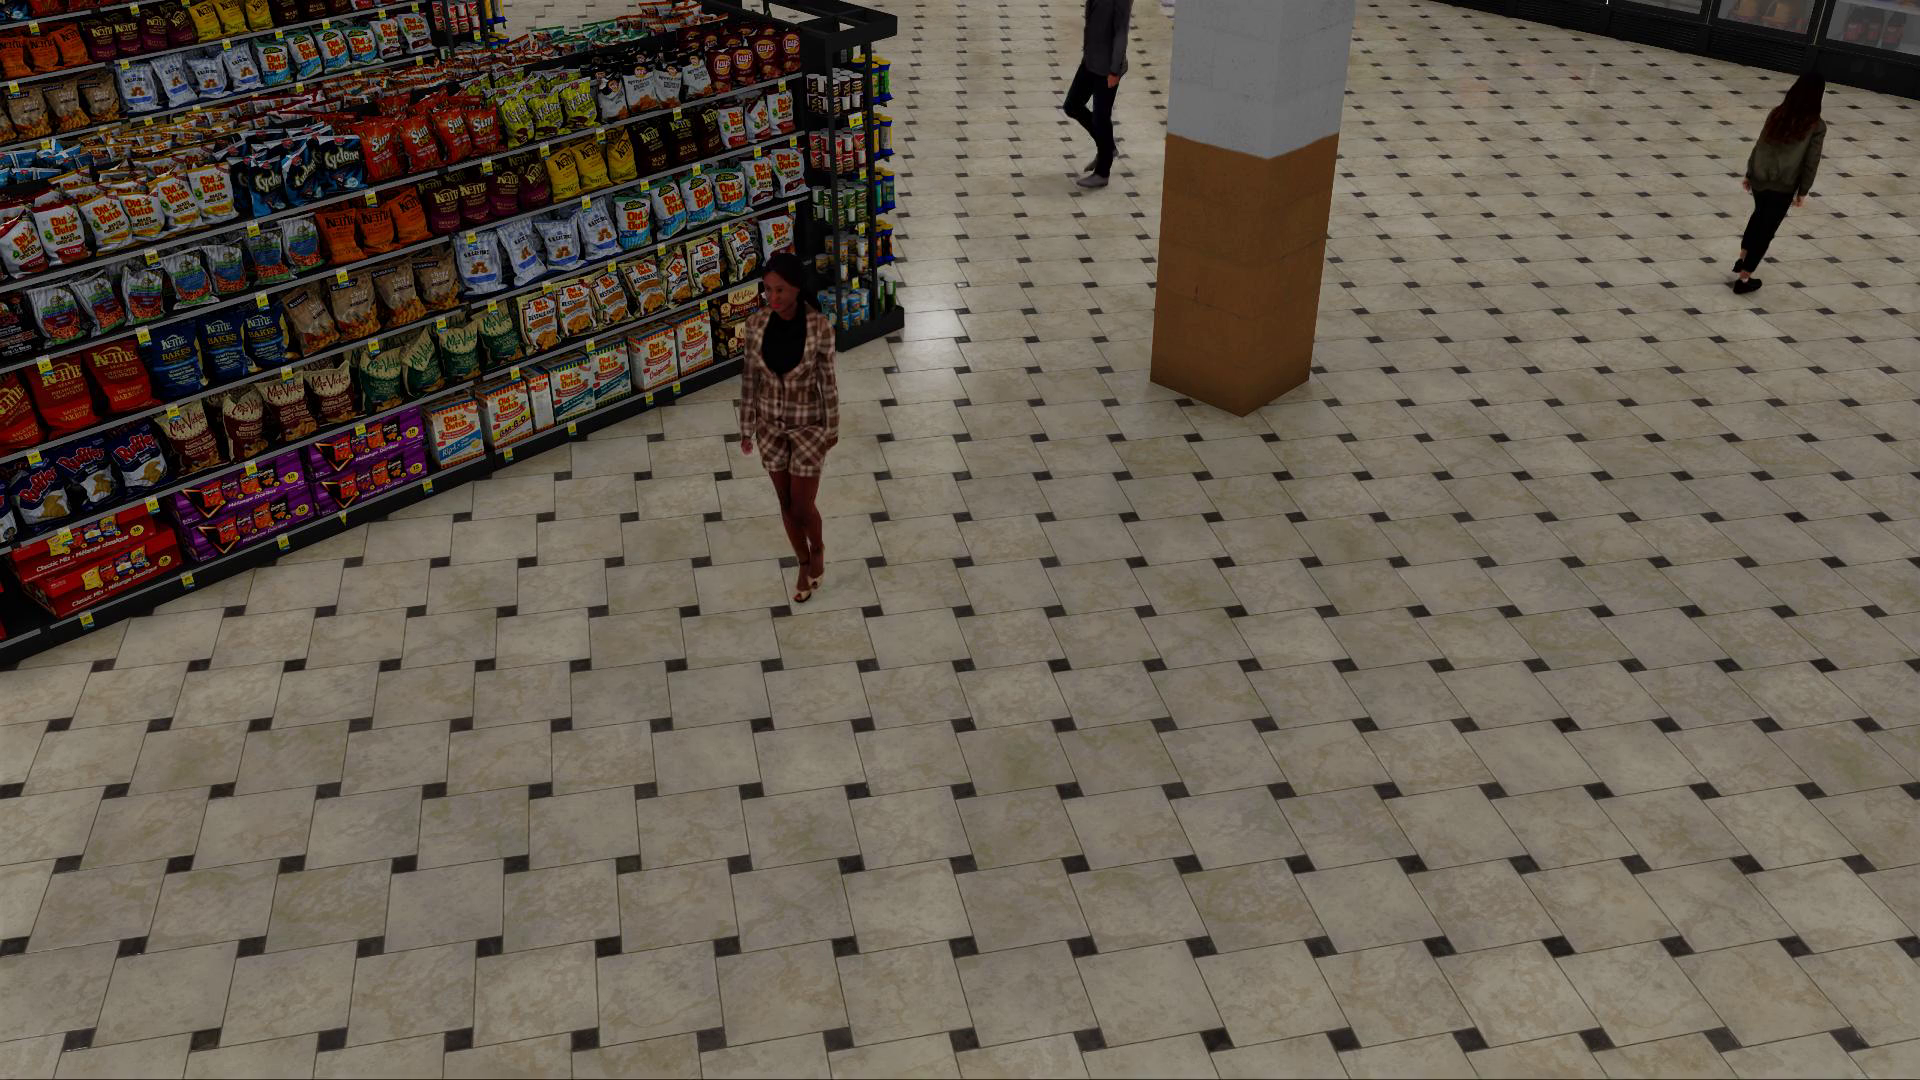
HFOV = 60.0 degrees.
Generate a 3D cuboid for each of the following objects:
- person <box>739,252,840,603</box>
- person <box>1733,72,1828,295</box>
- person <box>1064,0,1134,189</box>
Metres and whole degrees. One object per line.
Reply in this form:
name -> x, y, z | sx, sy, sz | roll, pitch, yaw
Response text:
person -> -0.759, -0.523, 7.775 | 0.701, 1.782, 0.745 | 9, 33, 15
person -> 5.373, -2.353, 11.022 | 0.662, 1.457, 0.632 | -21, 37, -30
person -> 1.144, -3.636, 12.701 | 0.823, 1.862, 0.825 | -14, 34, -21
